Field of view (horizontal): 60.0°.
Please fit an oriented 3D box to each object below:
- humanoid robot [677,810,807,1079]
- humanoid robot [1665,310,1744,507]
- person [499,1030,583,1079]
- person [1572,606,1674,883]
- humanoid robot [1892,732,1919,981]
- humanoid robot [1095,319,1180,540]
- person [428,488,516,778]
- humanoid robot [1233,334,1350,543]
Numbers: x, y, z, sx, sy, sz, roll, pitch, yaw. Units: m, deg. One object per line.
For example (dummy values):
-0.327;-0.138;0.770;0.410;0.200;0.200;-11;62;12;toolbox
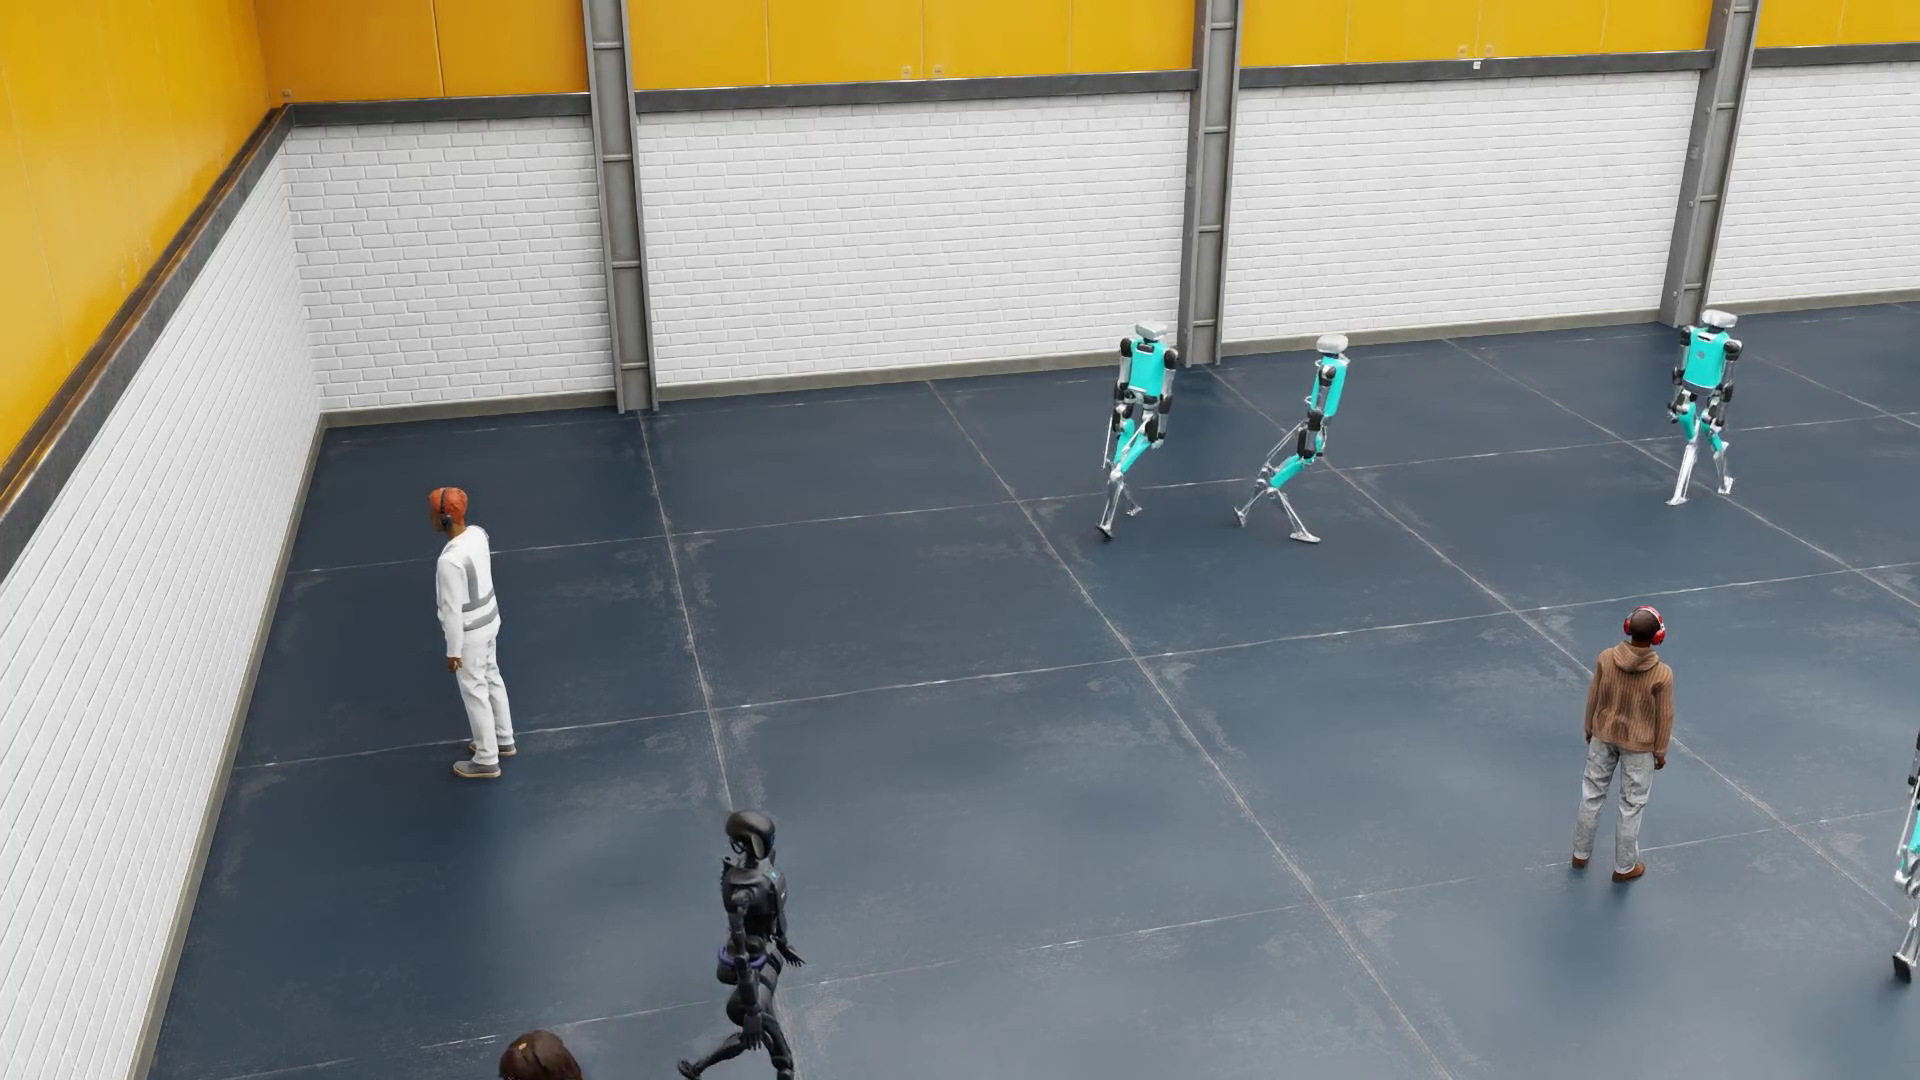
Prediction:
-0.962;1.897;7.356;0.723;1.642;0.583;3;24;7;humanoid robot
6.428;-1.108;14.146;0.847;1.844;0.560;-16;28;-32;humanoid robot
-1.416;2.476;5.901;0.473;1.744;0.785;17;29;33;person
3.630;1.119;9.101;0.454;1.651;0.337;19;30;36;person
4.956;1.389;8.397;0.937;1.772;0.534;-20;31;-38;humanoid robot
1.311;-0.856;13.538;0.566;1.769;0.988;17;29;34;humanoid robot
-2.976;0.558;10.107;0.353;1.878;0.565;1;24;2;person
2.604;-0.815;13.430;0.934;1.795;0.558;10;26;22;humanoid robot
